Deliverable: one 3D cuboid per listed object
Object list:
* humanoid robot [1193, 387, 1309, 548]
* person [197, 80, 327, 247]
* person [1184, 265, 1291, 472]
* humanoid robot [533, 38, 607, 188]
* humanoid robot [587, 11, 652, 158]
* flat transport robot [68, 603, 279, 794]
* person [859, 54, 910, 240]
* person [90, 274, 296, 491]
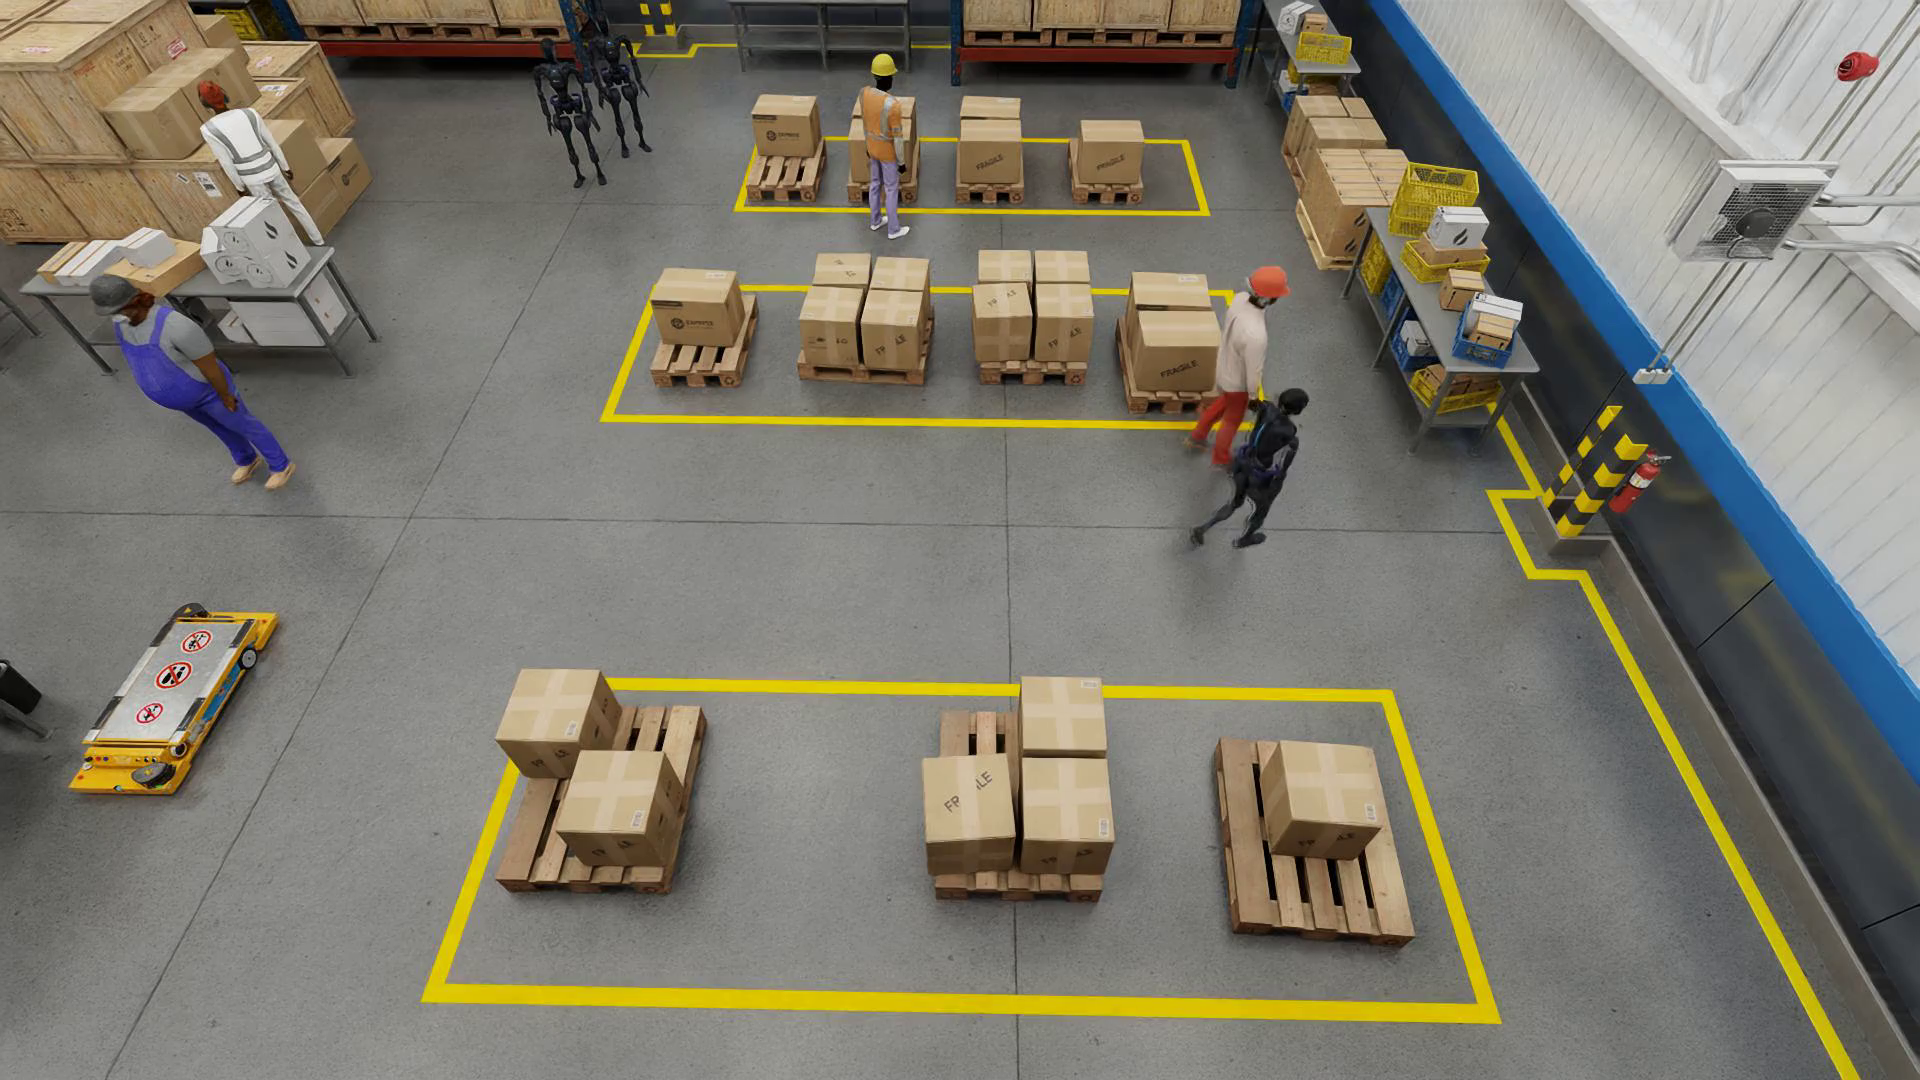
[{"bbox_3d":[2.185,-0.509,6.882,0.561,1.632,0.577,-17,52,-14],"label":"humanoid robot"},{"bbox_3d":[-7.253,-3.787,9.513,0.344,1.882,0.585,27,55,21],"label":"person"},{"bbox_3d":[2.260,-1.333,7.372,0.431,1.988,0.621,0,50,0],"label":"person"},{"bbox_3d":[-4.504,-4.908,10.588,0.592,1.657,0.326,-9,50,-8],"label":"humanoid robot"},{"bbox_3d":[-4.116,-5.502,11.090,0.596,1.657,0.325,-23,54,-18],"label":"humanoid robot"},{"bbox_3d":[-5.504,1.072,6.442,0.652,0.197,1.431,1,50,1],"label":"flat transport robot"},{"bbox_3d":[-0.797,-4.194,9.840,0.581,1.918,0.403,35,58,26],"label":"person"},{"bbox_3d":[-6.066,-1.204,7.226,0.680,2.000,0.536,11,51,9],"label":"person"}]
